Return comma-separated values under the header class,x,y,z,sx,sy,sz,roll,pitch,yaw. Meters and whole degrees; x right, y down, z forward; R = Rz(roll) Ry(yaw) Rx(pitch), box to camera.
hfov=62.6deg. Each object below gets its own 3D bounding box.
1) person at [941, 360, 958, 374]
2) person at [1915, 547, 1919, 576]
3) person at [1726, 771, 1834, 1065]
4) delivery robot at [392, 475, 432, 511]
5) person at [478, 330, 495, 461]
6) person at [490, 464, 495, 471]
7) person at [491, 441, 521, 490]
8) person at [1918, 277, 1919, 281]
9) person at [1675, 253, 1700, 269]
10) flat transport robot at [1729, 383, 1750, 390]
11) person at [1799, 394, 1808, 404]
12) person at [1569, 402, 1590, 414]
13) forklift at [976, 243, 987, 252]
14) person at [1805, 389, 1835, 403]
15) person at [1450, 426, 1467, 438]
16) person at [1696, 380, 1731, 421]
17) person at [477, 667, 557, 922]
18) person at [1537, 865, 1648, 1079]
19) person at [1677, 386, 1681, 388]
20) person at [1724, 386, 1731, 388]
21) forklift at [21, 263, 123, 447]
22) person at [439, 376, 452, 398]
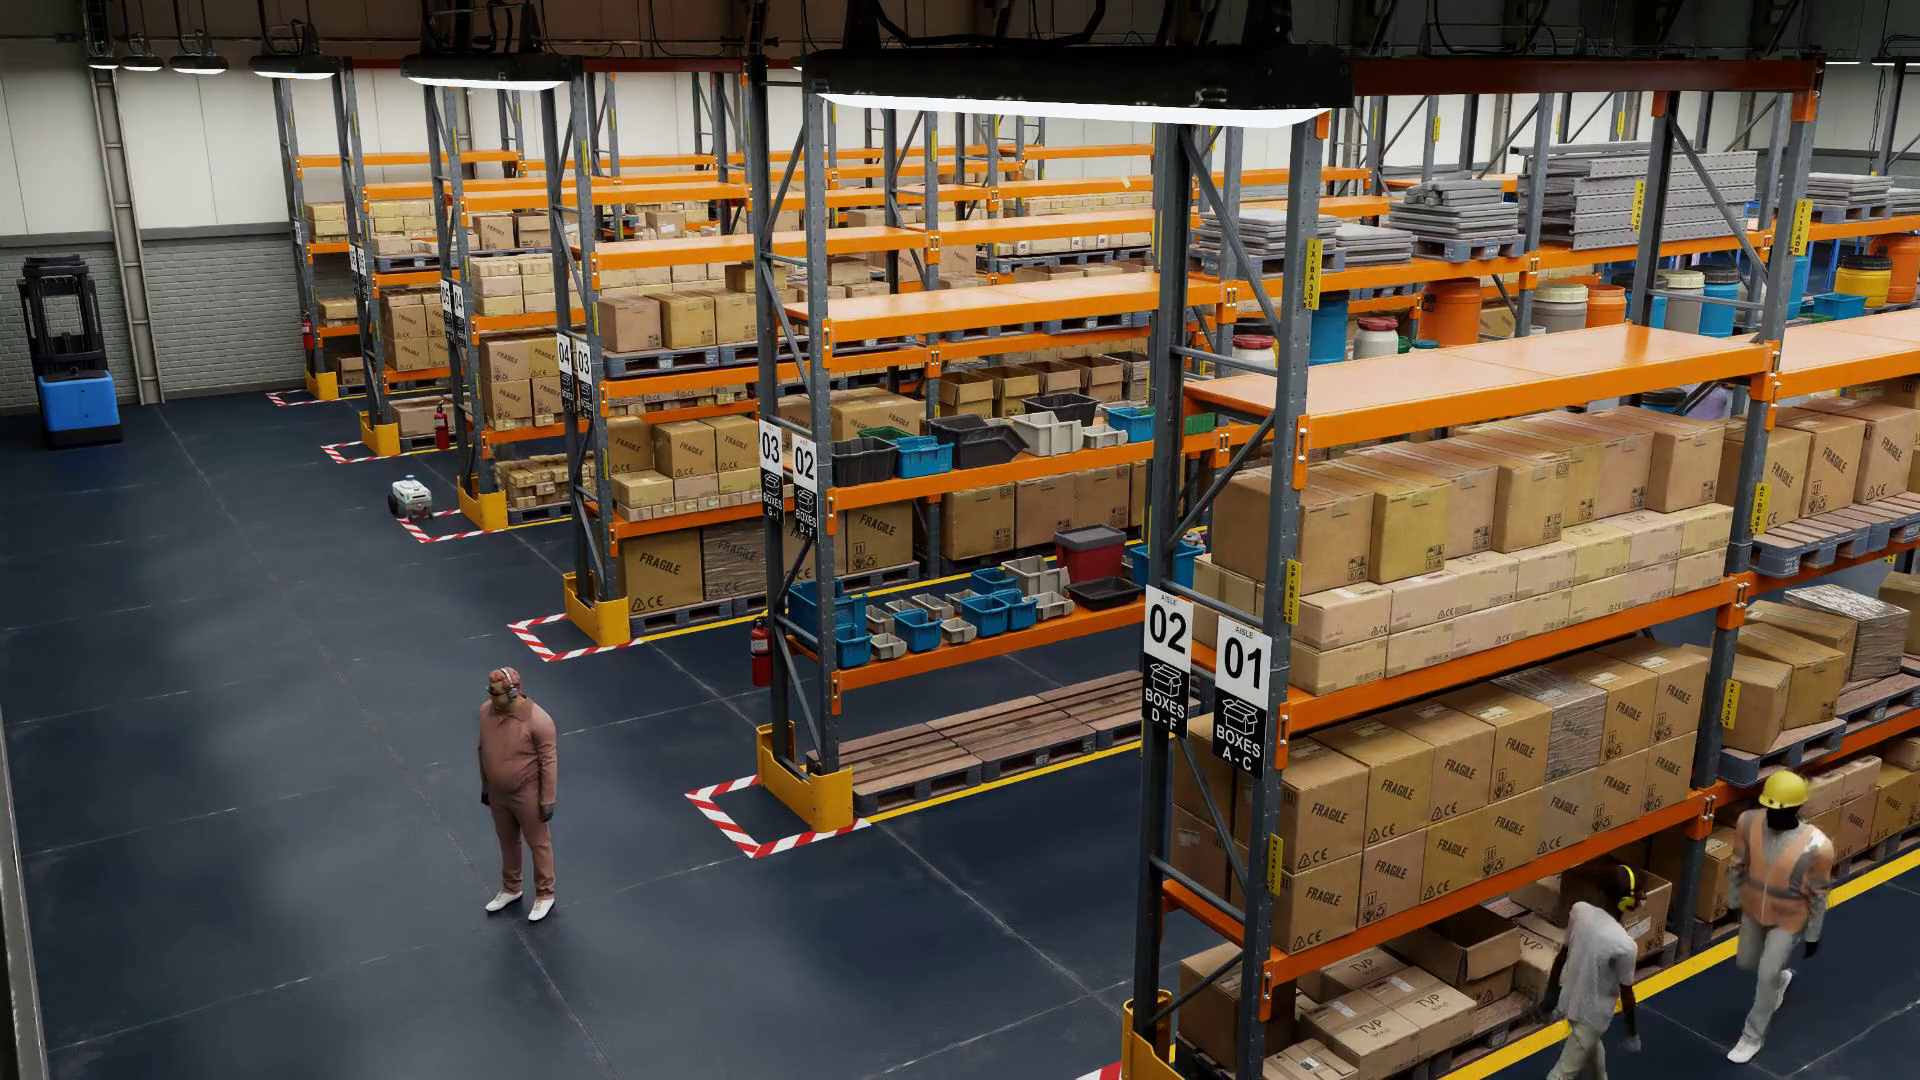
class,x,y,z,sx,sy,sz,roll,pitch,yaw
person,-0.180,-1.885,23.339,0.525,1.921,0.646,-13,21,-37
person,10.537,0.069,17.108,0.518,1.828,0.959,12,20,33
person,5.072,2.268,9.764,0.736,1.906,0.595,-11,20,-32
delivery robot,-7.461,-0.638,21.471,0.477,0.478,0.707,-12,20,-33
person,-7.318,-2.272,24.402,0.385,2.045,0.605,-5,18,-15
person,-6.927,-1.914,23.539,0.716,1.855,0.534,7,18,21
person,-6.528,-1.621,22.656,0.603,1.810,0.510,15,22,40
person,20.161,-5.040,33.687,0.382,1.920,0.585,1,17,4
person,18.139,-6.793,39.459,0.652,1.904,0.403,-4,17,-13
flat transport robot,15.164,-3.101,30.182,1.431,0.197,0.652,-12,21,-34
person,14.799,-2.976,27.393,0.308,1.640,0.510,10,20,30
person,7.854,-0.941,20.231,0.444,1.925,0.578,-8,19,-24
forklift,0.988,-5.474,34.718,1.214,2.155,2.313,-10,20,-31
person,12.561,-1.661,23.091,0.534,1.630,0.344,-1,17,-4
person,6.195,-0.666,19.891,0.820,1.599,0.510,-6,18,-19
person,10.666,-1.549,22.344,1.097,1.854,0.657,1,17,4
person,-3.181,1.803,11.281,0.637,1.904,0.403,8,19,24
person,3.498,2.622,8.765,1.025,1.818,0.546,-3,17,-9
person,13.171,-3.431,28.671,0.313,1.769,0.523,4,17,12
person,14.446,-3.810,29.779,0.511,1.844,0.328,9,19,26
forklift,-14.518,-3.079,25.708,1.129,2.768,1.873,-10,20,-31
person,-8.771,-2.931,26.816,0.836,1.905,0.545,-12,21,-34
